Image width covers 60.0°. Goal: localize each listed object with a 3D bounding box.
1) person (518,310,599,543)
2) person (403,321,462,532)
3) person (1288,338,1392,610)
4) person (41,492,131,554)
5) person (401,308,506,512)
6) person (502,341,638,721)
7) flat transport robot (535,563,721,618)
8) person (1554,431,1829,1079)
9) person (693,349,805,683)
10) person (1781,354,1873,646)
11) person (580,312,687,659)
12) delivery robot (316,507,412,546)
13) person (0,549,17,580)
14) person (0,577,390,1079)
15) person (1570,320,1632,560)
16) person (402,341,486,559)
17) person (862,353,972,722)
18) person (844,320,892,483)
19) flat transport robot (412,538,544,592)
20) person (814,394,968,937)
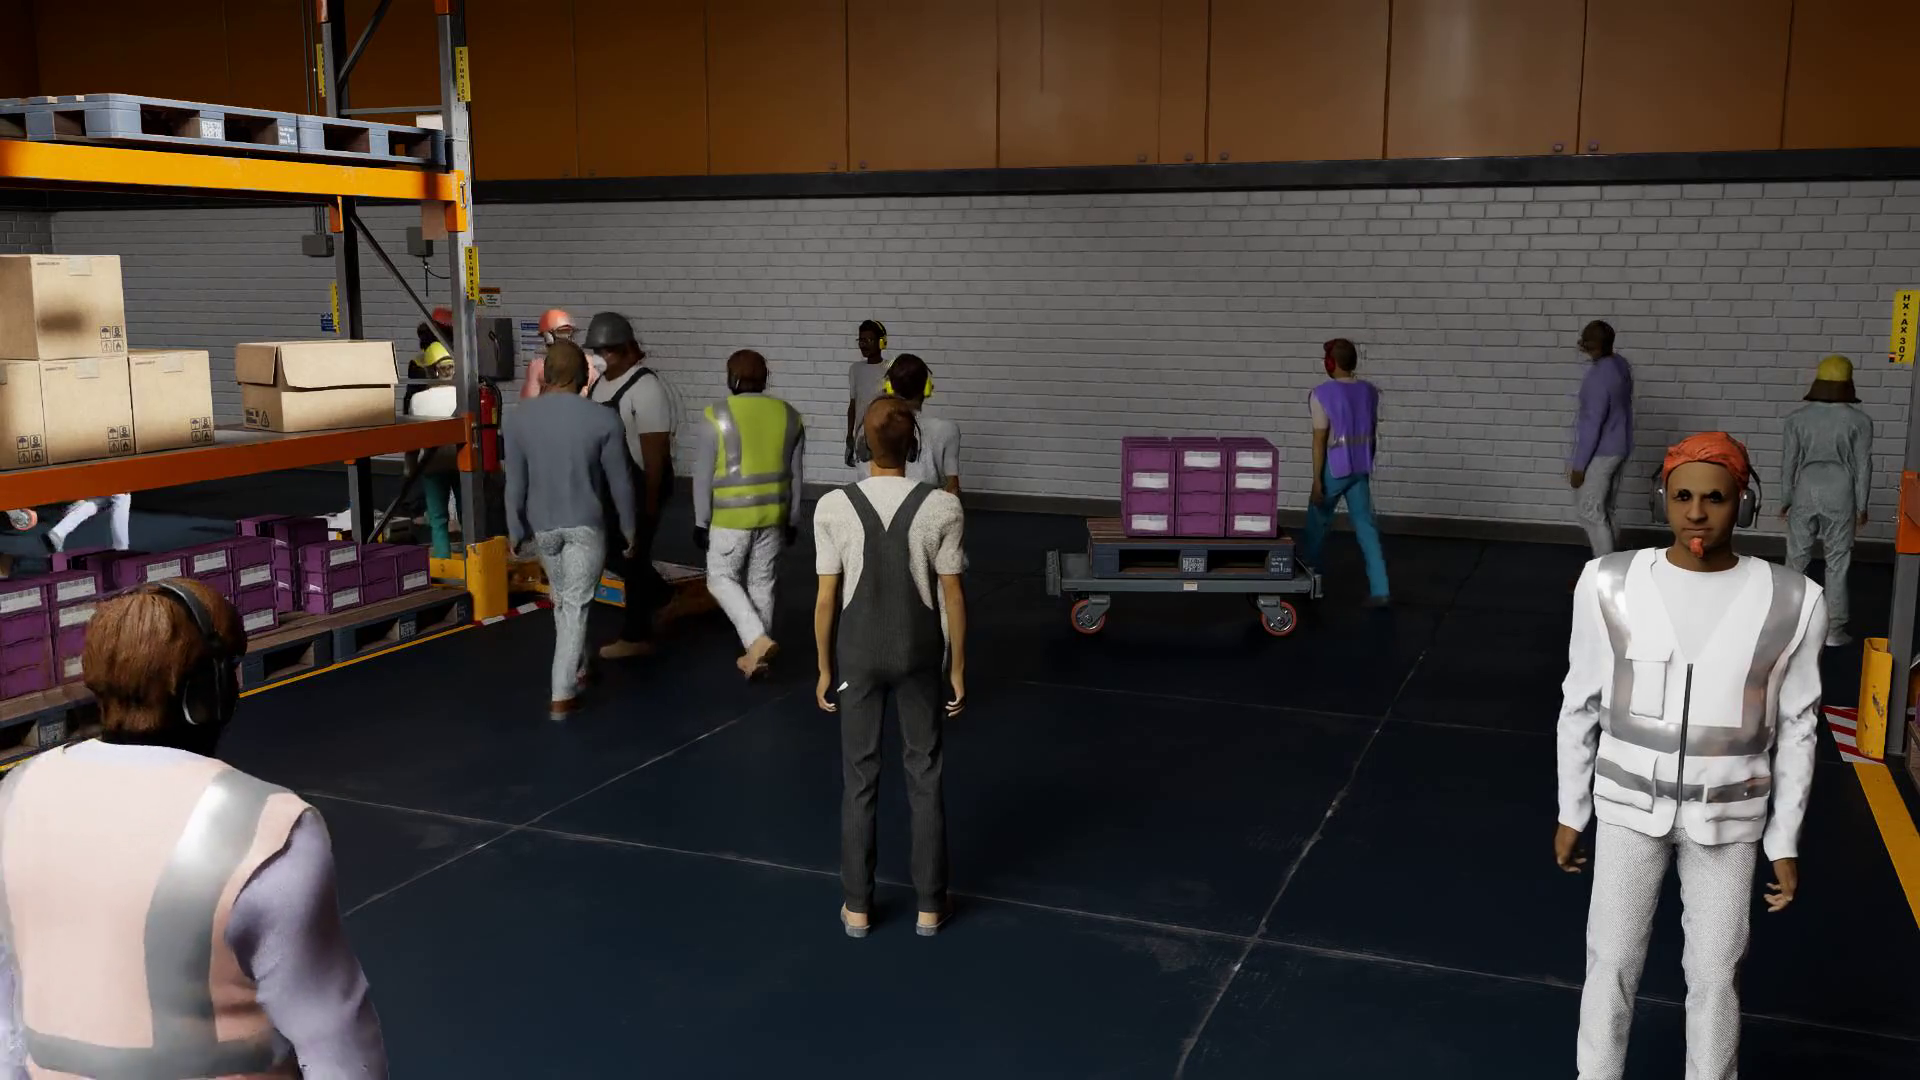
[{"bbox_3d":[-3.055,-0.791,12.776,1.028,1.939,0.614,8,12,40],"label":"person"},{"bbox_3d":[-4.485,-0.961,14.257,0.814,1.822,0.643,5,11,28],"label":"person"},{"bbox_3d":[2.561,-0.445,11.098,0.595,1.796,0.987,-5,10,-27],"label":"person"},{"bbox_3d":[-6.447,-0.626,12.371,0.628,1.743,0.530,-9,13,-44],"label":"person"},{"bbox_3d":[-4.633,-1.190,15.332,1.019,1.897,0.541,0,9,1],"label":"person"},{"bbox_3d":[-1.984,-0.068,8.546,0.645,1.888,0.951,1,9,8],"label":"person"},{"bbox_3d":[-2.168,0.298,11.184,1.431,0.197,0.652,8,12,40],"label":"flat transport robot"},{"bbox_3d":[1.732,0.678,4.012,0.576,1.882,0.355,4,10,24],"label":"person"},{"bbox_3d":[-1.125,-0.120,9.016,0.639,1.823,0.590,-7,12,-36],"label":"person"},{"bbox_3d":[5.188,-0.237,9.974,0.489,1.742,0.315,8,12,39],"label":"person"},{"bbox_3d":[-1.922,-0.341,9.708,0.657,2.000,0.714,-8,12,-40],"label":"person"},{"bbox_3d":[-4.405,-0.065,12.246,0.707,0.478,0.477,4,10,20],"label":"delivery robot"},{"bbox_3d":[-6.753,-0.414,11.212,0.554,1.680,0.441,5,11,30],"label":"person"},{"bbox_3d":[-1.212,0.951,2.636,0.642,1.798,0.949,4,10,21],"label":"person"},{"bbox_3d":[4.408,-0.547,11.401,0.362,1.902,0.714,7,12,37],"label":"person"},{"bbox_3d":[-3.541,-0.485,11.452,0.546,1.755,0.433,-9,13,-44],"label":"person"},{"bbox_3d":[-0.203,0.018,8.115,0.537,1.846,0.414,2,10,10],"label":"person"},{"bbox_3d":[-0.640,-0.714,12.487,0.532,1.868,0.310,5,11,28],"label":"person"},{"bbox_3d":[-3.309,0.161,12.017,1.431,0.197,0.652,8,12,40],"label":"flat transport robot"},{"bbox_3d":[-0.233,0.431,5.621,0.518,1.843,0.332,0,9,0],"label":"person"}]
